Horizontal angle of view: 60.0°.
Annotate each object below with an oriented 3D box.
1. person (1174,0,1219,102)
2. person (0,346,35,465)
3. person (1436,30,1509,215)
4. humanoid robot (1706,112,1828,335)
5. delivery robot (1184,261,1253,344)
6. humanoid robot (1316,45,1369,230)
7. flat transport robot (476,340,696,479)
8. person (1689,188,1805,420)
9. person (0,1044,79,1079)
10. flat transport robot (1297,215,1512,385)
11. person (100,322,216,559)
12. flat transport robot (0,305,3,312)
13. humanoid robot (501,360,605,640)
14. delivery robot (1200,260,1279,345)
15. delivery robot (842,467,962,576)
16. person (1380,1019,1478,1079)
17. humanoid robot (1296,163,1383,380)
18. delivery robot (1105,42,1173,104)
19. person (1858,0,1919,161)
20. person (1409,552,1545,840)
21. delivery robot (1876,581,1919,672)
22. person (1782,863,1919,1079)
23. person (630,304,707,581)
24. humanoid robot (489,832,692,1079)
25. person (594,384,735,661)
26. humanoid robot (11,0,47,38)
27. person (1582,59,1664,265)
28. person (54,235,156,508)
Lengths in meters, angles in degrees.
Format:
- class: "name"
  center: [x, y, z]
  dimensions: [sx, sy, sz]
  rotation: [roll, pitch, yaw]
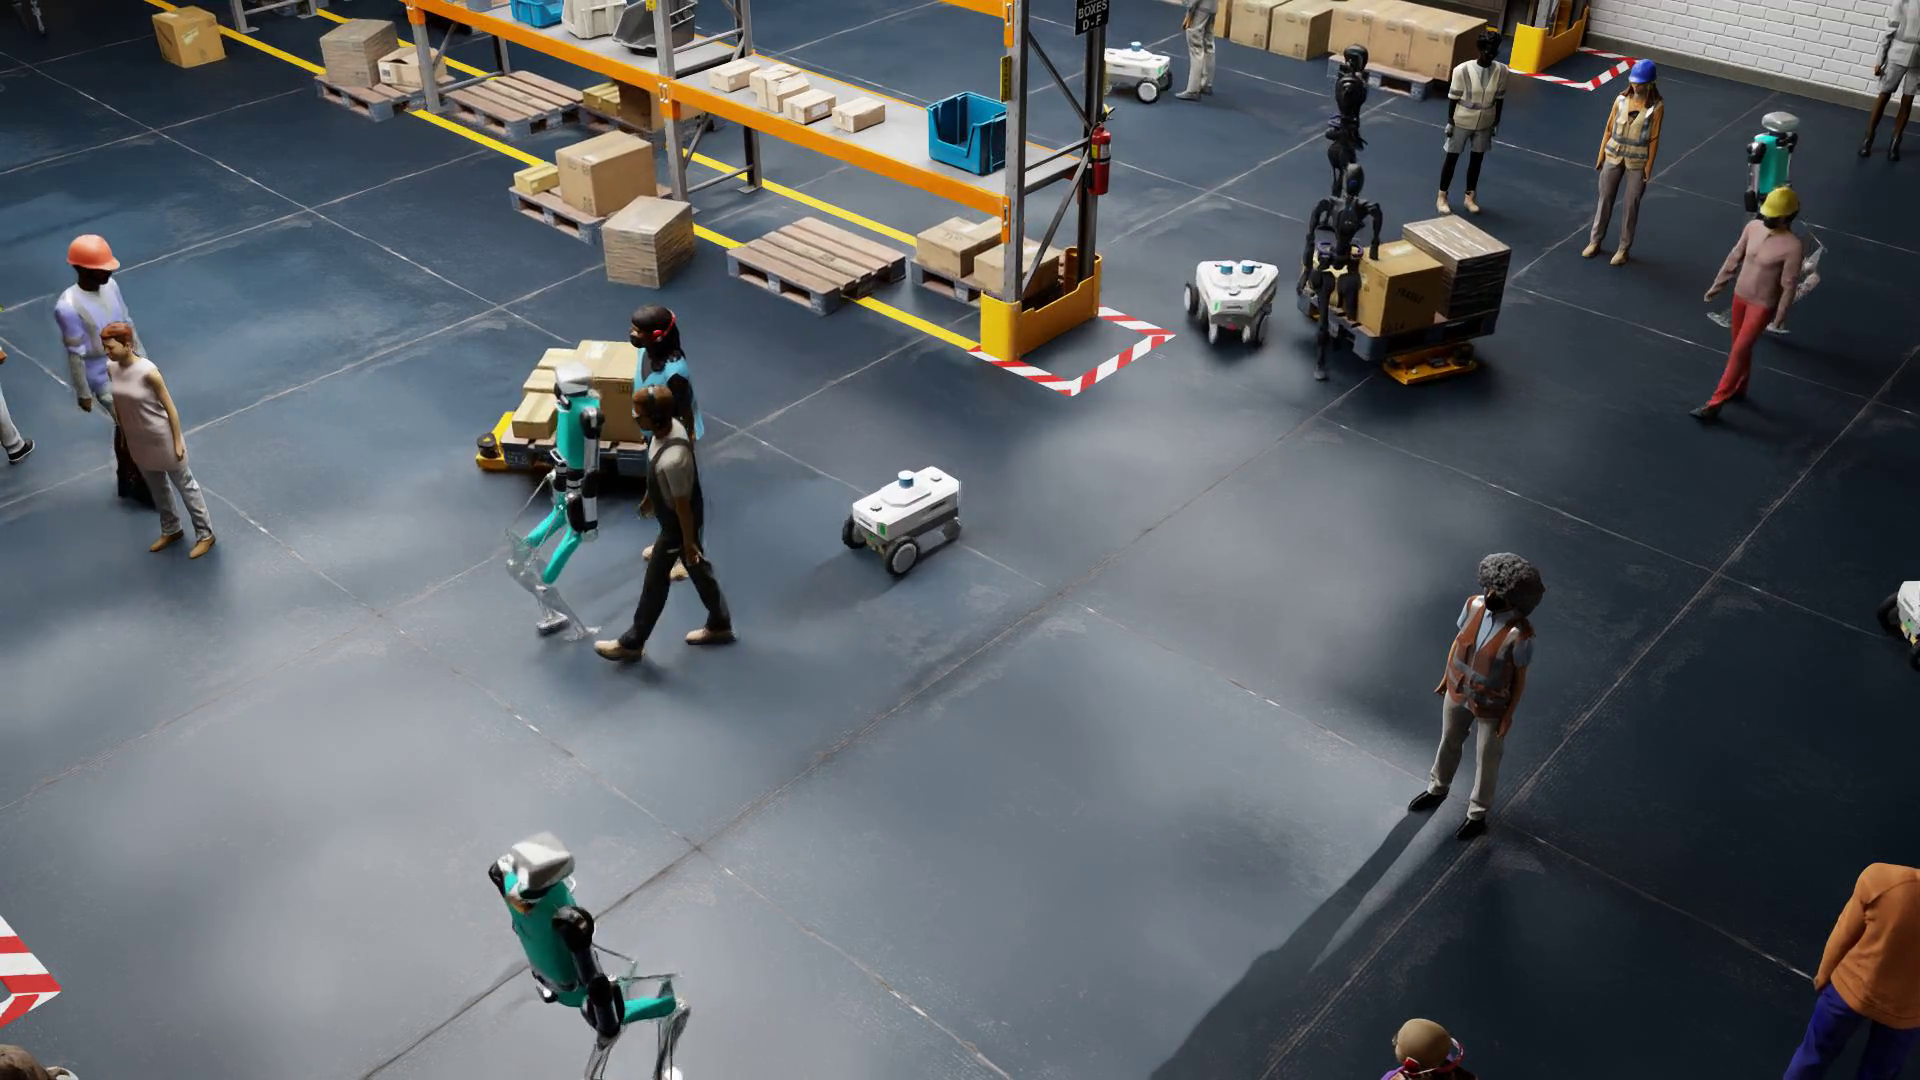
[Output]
- class: "person"
  center: [2.550, -5.554, 17.424]
  dimensions: [0.376, 1.896, 0.546]
  rotation: [26, 42, 32]
- class: "person"
  center: [-6.865, -1.327, 11.366]
  dimensions: [0.599, 1.819, 0.404]
  rotation: [-6, 35, -9]
- class: "person"
  center: [4.627, -3.764, 15.012]
  dimensions: [0.531, 1.693, 0.319]
  rotation: [-3, 35, -4]
- class: "humanoid robot"
  center: [6.448, -2.366, 12.959]
  dimensions: [0.545, 1.766, 0.923]
  rotation: [-22, 40, -28]
- class: "delivery robot"
  center: [2.124, -1.971, 13.395]
  dimensions: [0.499, 0.572, 0.747]
  rotation: [-3, 35, -4]
- class: "humanoid robot"
  center: [3.451, -3.529, 14.678]
  dimensions: [0.422, 1.643, 0.600]
  rotation: [14, 37, 19]
- class: "flat transport robot"
  center: [-2.649, -0.713, 11.844]
  dimensions: [1.431, 0.231, 0.659]
  rotation: [4, 35, 5]
- class: "person"
  center: [5.640, -1.709, 11.992]
  dimensions: [0.698, 1.743, 0.542]
  rotation: [-11, 36, -15]
- class: "person"
  center: [-3.259, 2.419, 6.079]
  dimensions: [0.339, 1.659, 0.483]
  rotation: [2, 35, 3]
- class: "flat transport robot"
  center: [3.413, -1.675, 13.237]
  dimensions: [0.659, 0.231, 1.431]
  rotation: [-14, 37, -19]
- class: "person"
  center: [-5.091, -0.631, 10.497]
  dimensions: [0.455, 1.659, 0.272]
  rotation: [10, 36, 14]
- class: "flat transport robot"
  center: [-8.641, -1.924, 13.598]
  dimensions: [1.431, 0.231, 0.659]
  rotation: [13, 37, 18]
- class: "humanoid robot"
  center: [-2.423, -0.160, 9.753]
  dimensions: [0.825, 1.755, 0.543]
  rotation: [-20, 39, -26]
- class: "delivery robot"
  center: [2.279, -1.947, 13.377]
  dimensions: [0.511, 0.591, 0.763]
  rotation: [16, 38, 22]
- class: "delivery robot"
  center: [-0.342, -0.180, 10.807]
  dimensions: [0.756, 0.580, 0.499]
  rotation: [-27, 43, -34]
- class: "person"
  center: [1.612, 2.367, 6.126]
  dimensions: [0.341, 1.692, 0.494]
  rotation: [22, 40, 28]
- class: "humanoid robot"
  center: [2.860, -2.056, 12.560]
  dimensions: [0.589, 1.634, 0.560]
  rotation: [3, 35, 4]
- class: "delivery robot"
  center: [1.894, -5.023, 17.849]
  dimensions: [0.807, 0.609, 0.499]
  rotation: [14, 37, 20]
- class: "person"
  center: [9.159, -4.634, 16.070]
  dimensions: [0.546, 1.926, 0.388]
  rotation: [13, 37, 18]
- class: "person"
  center: [2.636, 0.781, 8.425]
  dimensions: [0.317, 1.690, 0.437]
  rotation: [-24, 41, -31]
- class: "delivery robot"
  center: [5.933, 0.453, 9.918]
  dimensions: [0.784, 0.613, 0.522]
  rotation: [0, 35, 0]
- class: "person"
  center: [3.725, 1.815, 6.688]
  dimensions: [0.515, 1.973, 0.401]
  rotation: [21, 40, 28]
- class: "person"
  center: [-1.795, -0.610, 10.290]
  dimensions: [0.393, 1.865, 0.519]
  rotation: [-24, 41, -30]
- class: "humanoid robot"
  center: [-1.436, 1.769, 6.940]
  dimensions: [0.533, 1.748, 0.805]
  rotation: [26, 42, 32]
- class: "person"
  center: [-1.780, -0.097, 9.594]
  dimensions: [0.909, 1.805, 0.519]
  rotation: [-4, 35, -6]
- class: "humanoid robot"
  center: [-10.979, -6.657, 19.254]
  dimensions: [0.612, 1.636, 0.754]
  rotation: [-21, 40, -28]
- class: "person"
  center: [5.664, -3.214, 14.148]
  dimensions: [0.473, 1.771, 0.324]
  rotation: [26, 42, 32]
- class: "person"
  center: [-5.525, -1.095, 10.954]
  dimensions: [0.640, 1.906, 0.572]
  rotation: [4, 35, 6]
